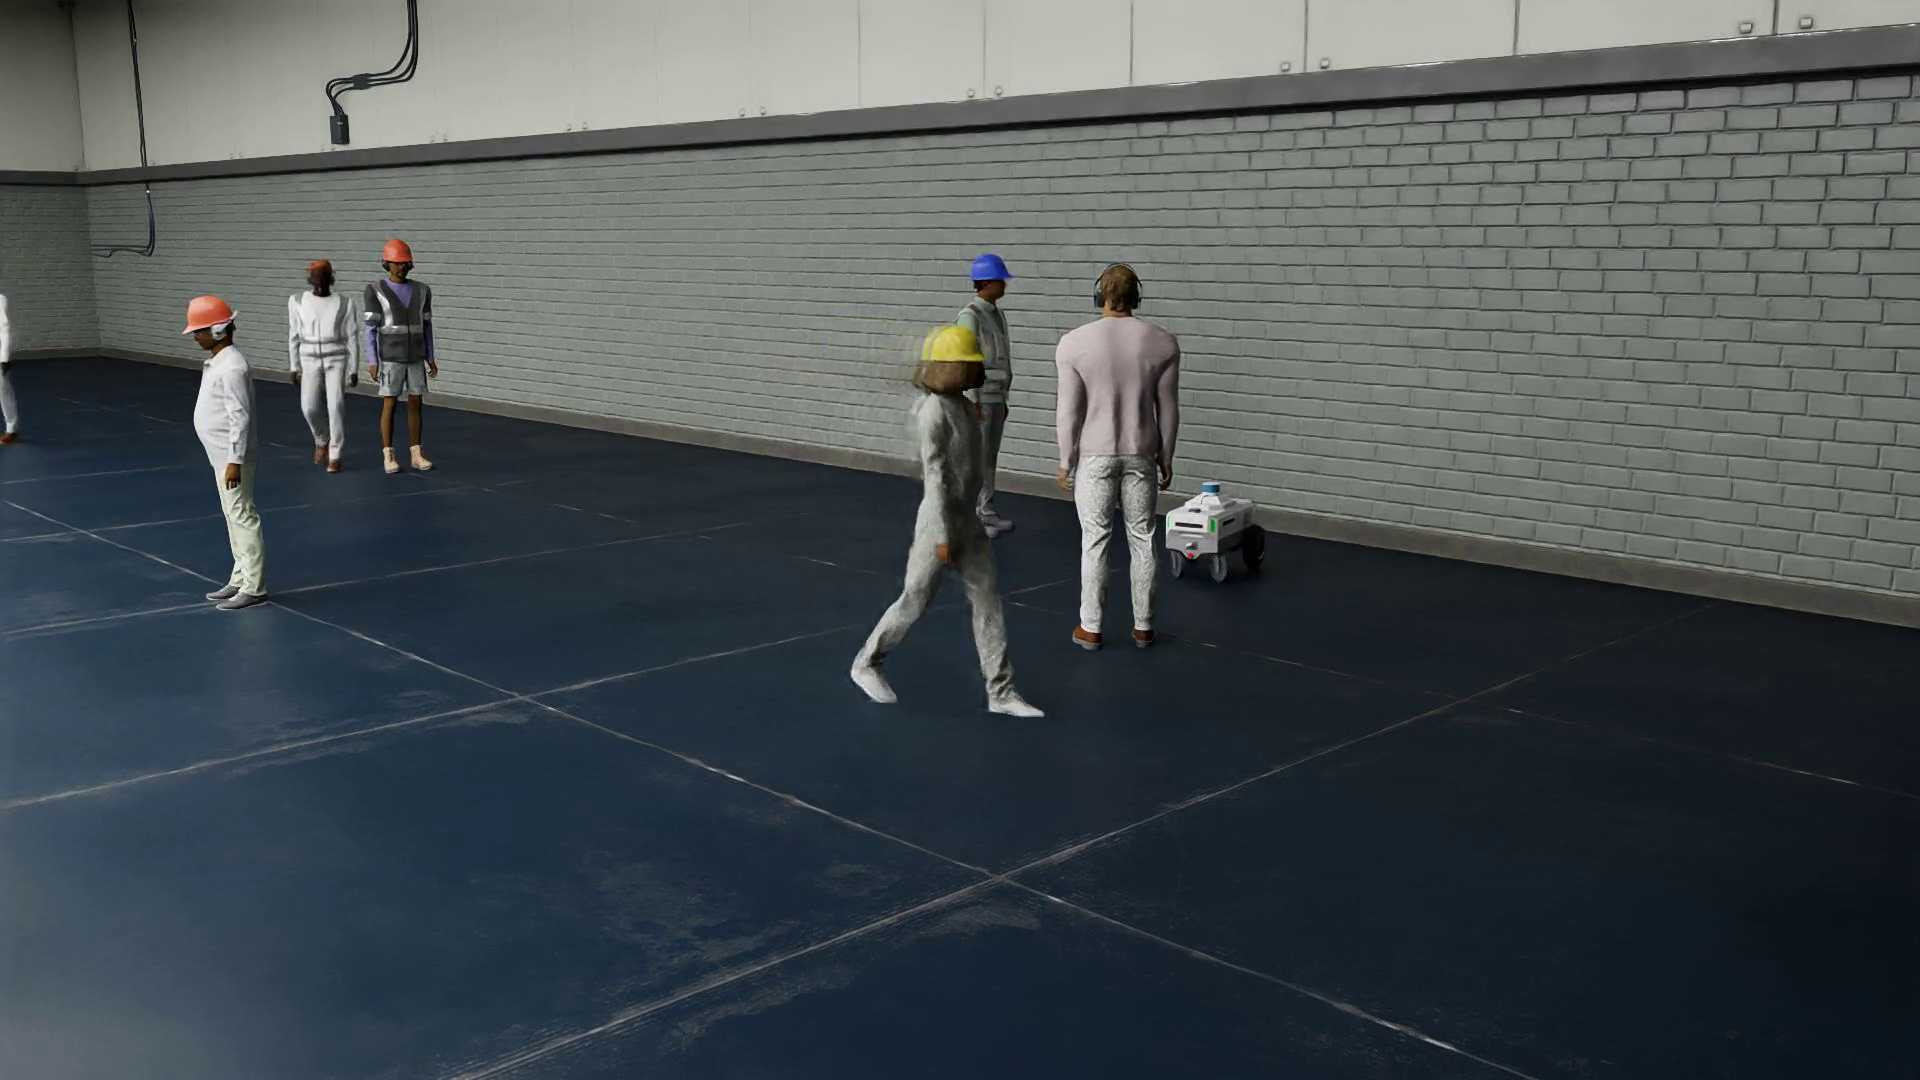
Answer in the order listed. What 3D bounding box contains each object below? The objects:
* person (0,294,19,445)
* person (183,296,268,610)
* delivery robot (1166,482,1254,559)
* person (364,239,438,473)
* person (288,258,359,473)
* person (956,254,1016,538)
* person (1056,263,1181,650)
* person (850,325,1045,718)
[{"bbox_3d":[-9.495,-1.785,16.170,0.588,1.819,1.061,0,10,-3],"label":"person"},{"bbox_3d":[-4.101,-0.484,9.292,0.338,1.742,0.563,-6,12,-30],"label":"person"},{"bbox_3d":[1.544,-0.114,10.265,0.477,0.478,0.707,6,12,29],"label":"delivery robot"},{"bbox_3d":[-4.885,-1.609,14.612,0.614,2.040,0.391,-9,14,-41],"label":"person"},{"bbox_3d":[-5.579,-1.527,14.614,0.589,1.872,0.449,-2,11,-11],"label":"person"},{"bbox_3d":[0.191,-0.995,11.538,0.415,1.945,0.626,4,11,23],"label":"person"},{"bbox_3d":[0.782,-0.408,8.349,0.630,1.940,0.373,-1,10,-6],"label":"person"},{"bbox_3d":[-0.085,-0.081,7.230,0.894,1.710,0.490,5,12,27],"label":"person"}]
